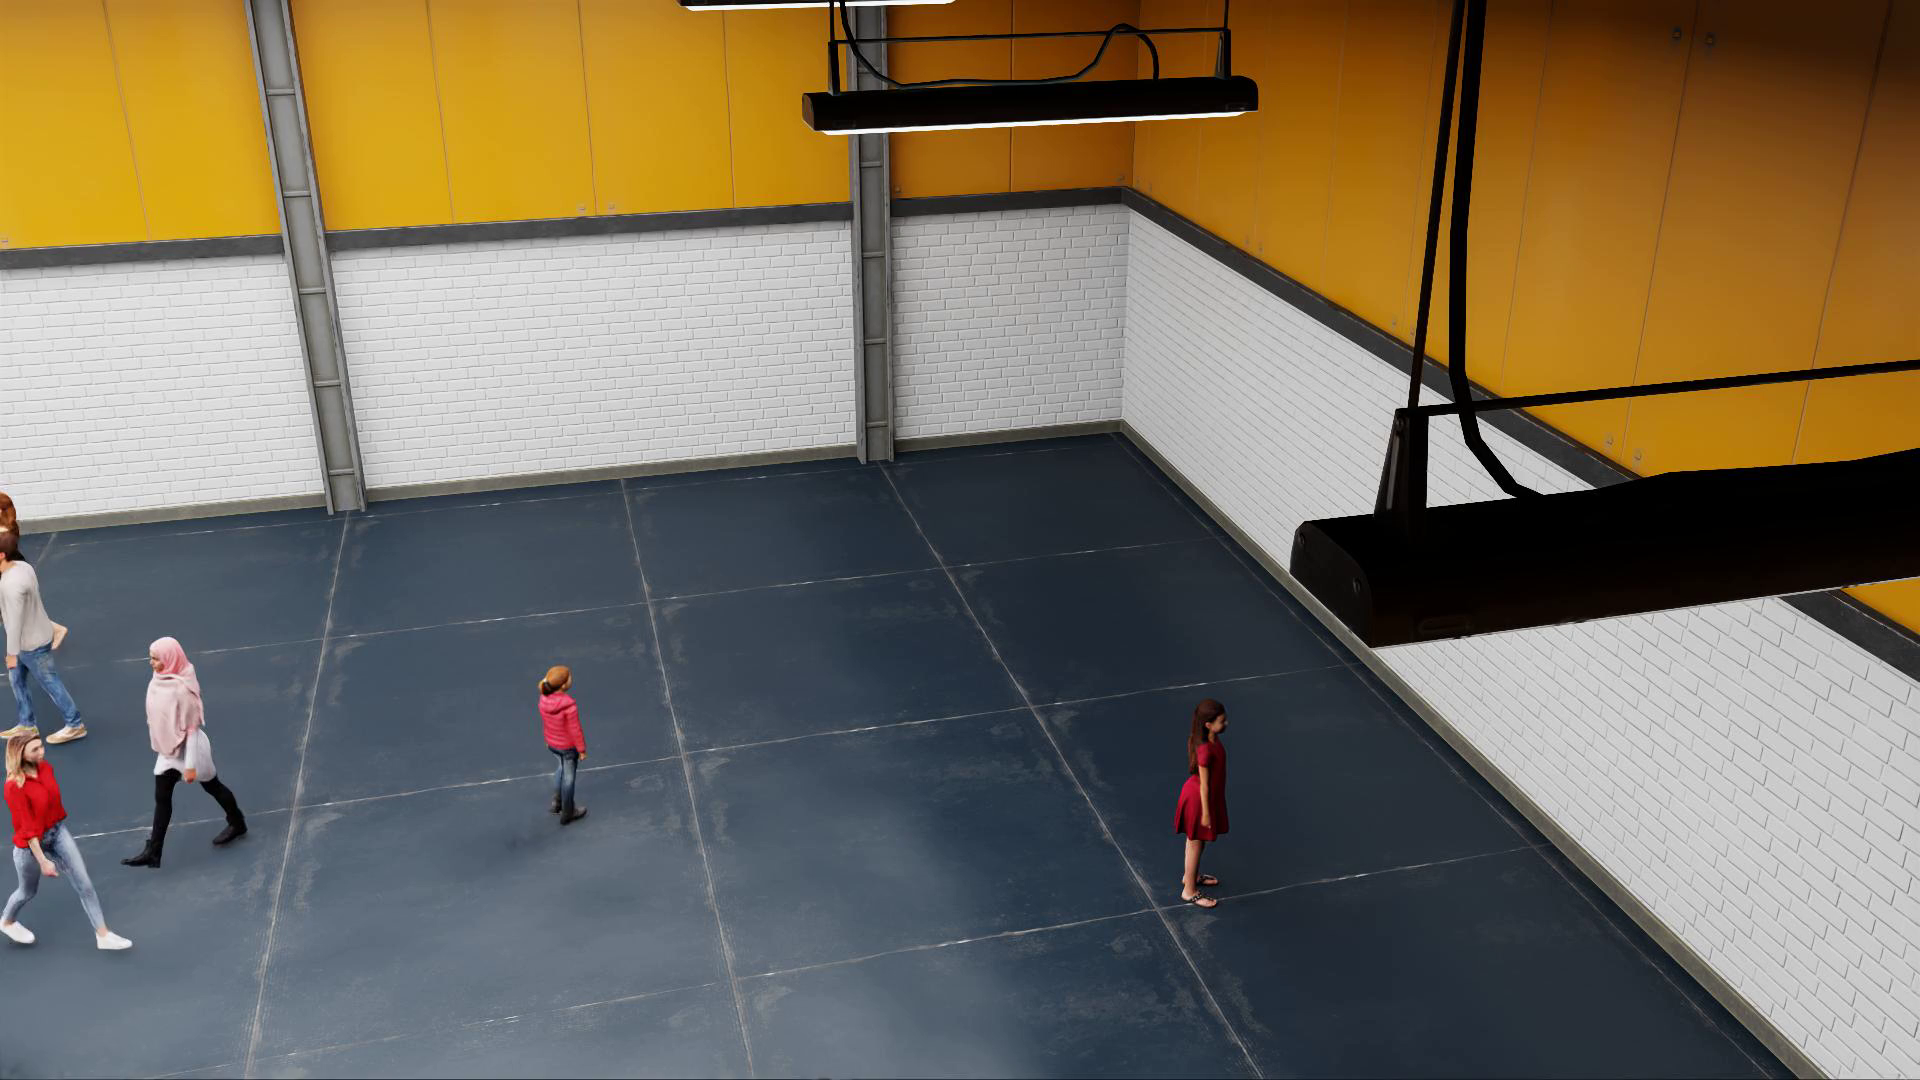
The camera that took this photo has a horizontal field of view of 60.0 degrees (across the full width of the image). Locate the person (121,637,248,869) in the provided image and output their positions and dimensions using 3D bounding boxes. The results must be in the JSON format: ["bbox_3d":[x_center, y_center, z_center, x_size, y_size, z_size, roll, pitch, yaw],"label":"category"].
[{"bbox_3d":[-5.510,1.500,12.042,1.095,1.760,1.228,17,29,34],"label":"person"}]

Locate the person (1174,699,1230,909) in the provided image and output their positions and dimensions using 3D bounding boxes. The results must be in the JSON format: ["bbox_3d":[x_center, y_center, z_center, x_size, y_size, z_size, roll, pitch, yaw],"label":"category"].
[{"bbox_3d":[1.688,1.801,11.612,0.717,1.553,0.659,5,24,10],"label":"person"}]

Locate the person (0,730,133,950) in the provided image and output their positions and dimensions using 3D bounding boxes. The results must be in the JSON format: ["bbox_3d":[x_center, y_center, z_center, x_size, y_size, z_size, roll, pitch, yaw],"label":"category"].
[{"bbox_3d":[-6.127,2.025,10.959,1.246,1.665,0.970,5,24,10],"label":"person"}]

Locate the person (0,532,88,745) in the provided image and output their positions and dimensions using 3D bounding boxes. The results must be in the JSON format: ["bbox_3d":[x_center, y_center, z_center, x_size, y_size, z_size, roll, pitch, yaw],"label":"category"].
[{"bbox_3d":[-7.437,0.799,13.500,0.922,1.877,0.770,-11,26,-23],"label":"person"}]

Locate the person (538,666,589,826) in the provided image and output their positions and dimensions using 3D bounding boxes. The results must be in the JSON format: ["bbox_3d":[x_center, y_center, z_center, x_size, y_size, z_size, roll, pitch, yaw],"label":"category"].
[{"bbox_3d":[-3.029,1.559,12.472,0.618,1.308,0.665,16,28,33],"label":"person"}]

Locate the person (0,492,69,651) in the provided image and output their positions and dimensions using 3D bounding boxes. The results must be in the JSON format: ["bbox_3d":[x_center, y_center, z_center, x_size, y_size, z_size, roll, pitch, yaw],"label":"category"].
[{"bbox_3d":[-8.399,0.316,14.937,0.810,1.611,0.632,-10,26,-23],"label":"person"}]
